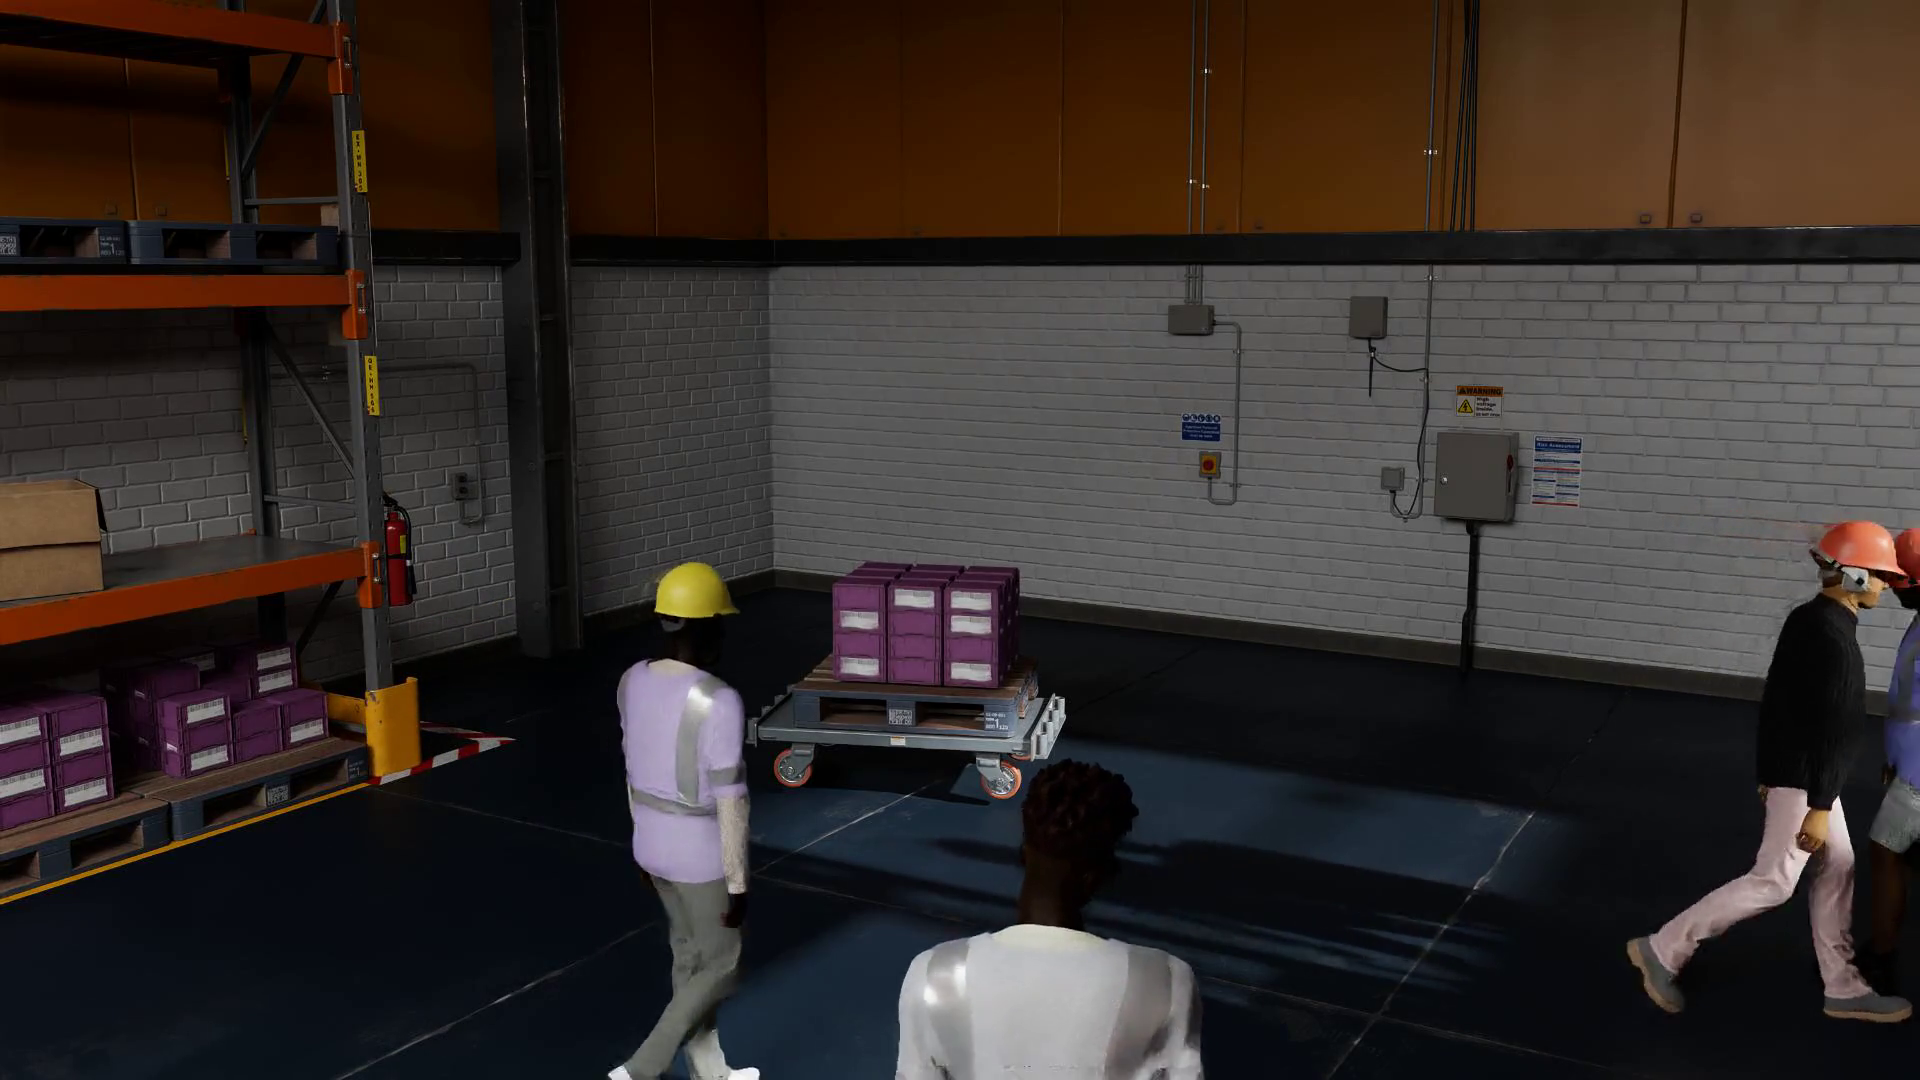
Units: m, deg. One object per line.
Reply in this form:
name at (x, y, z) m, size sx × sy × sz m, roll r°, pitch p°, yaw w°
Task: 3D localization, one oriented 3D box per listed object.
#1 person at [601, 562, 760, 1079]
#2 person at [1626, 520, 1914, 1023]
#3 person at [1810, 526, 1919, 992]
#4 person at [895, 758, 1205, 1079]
person at (-0.926, 1.021, 5.459) m, size 0.591 × 1.908 × 0.647 m, roll 8°, pitch 12°, yaw 41°
person at (3.096, 0.881, 6.247) m, size 0.982 × 1.955 × 0.651 m, roll 3°, pitch 10°, yaw 17°
person at (3.809, 0.882, 6.406) m, size 0.760 × 1.892 × 0.547 m, roll 6°, pitch 11°, yaw 31°
person at (0.177, 1.377, 3.324) m, size 0.600 × 1.897 × 1.082 m, roll 2°, pitch 9°, yaw 13°
